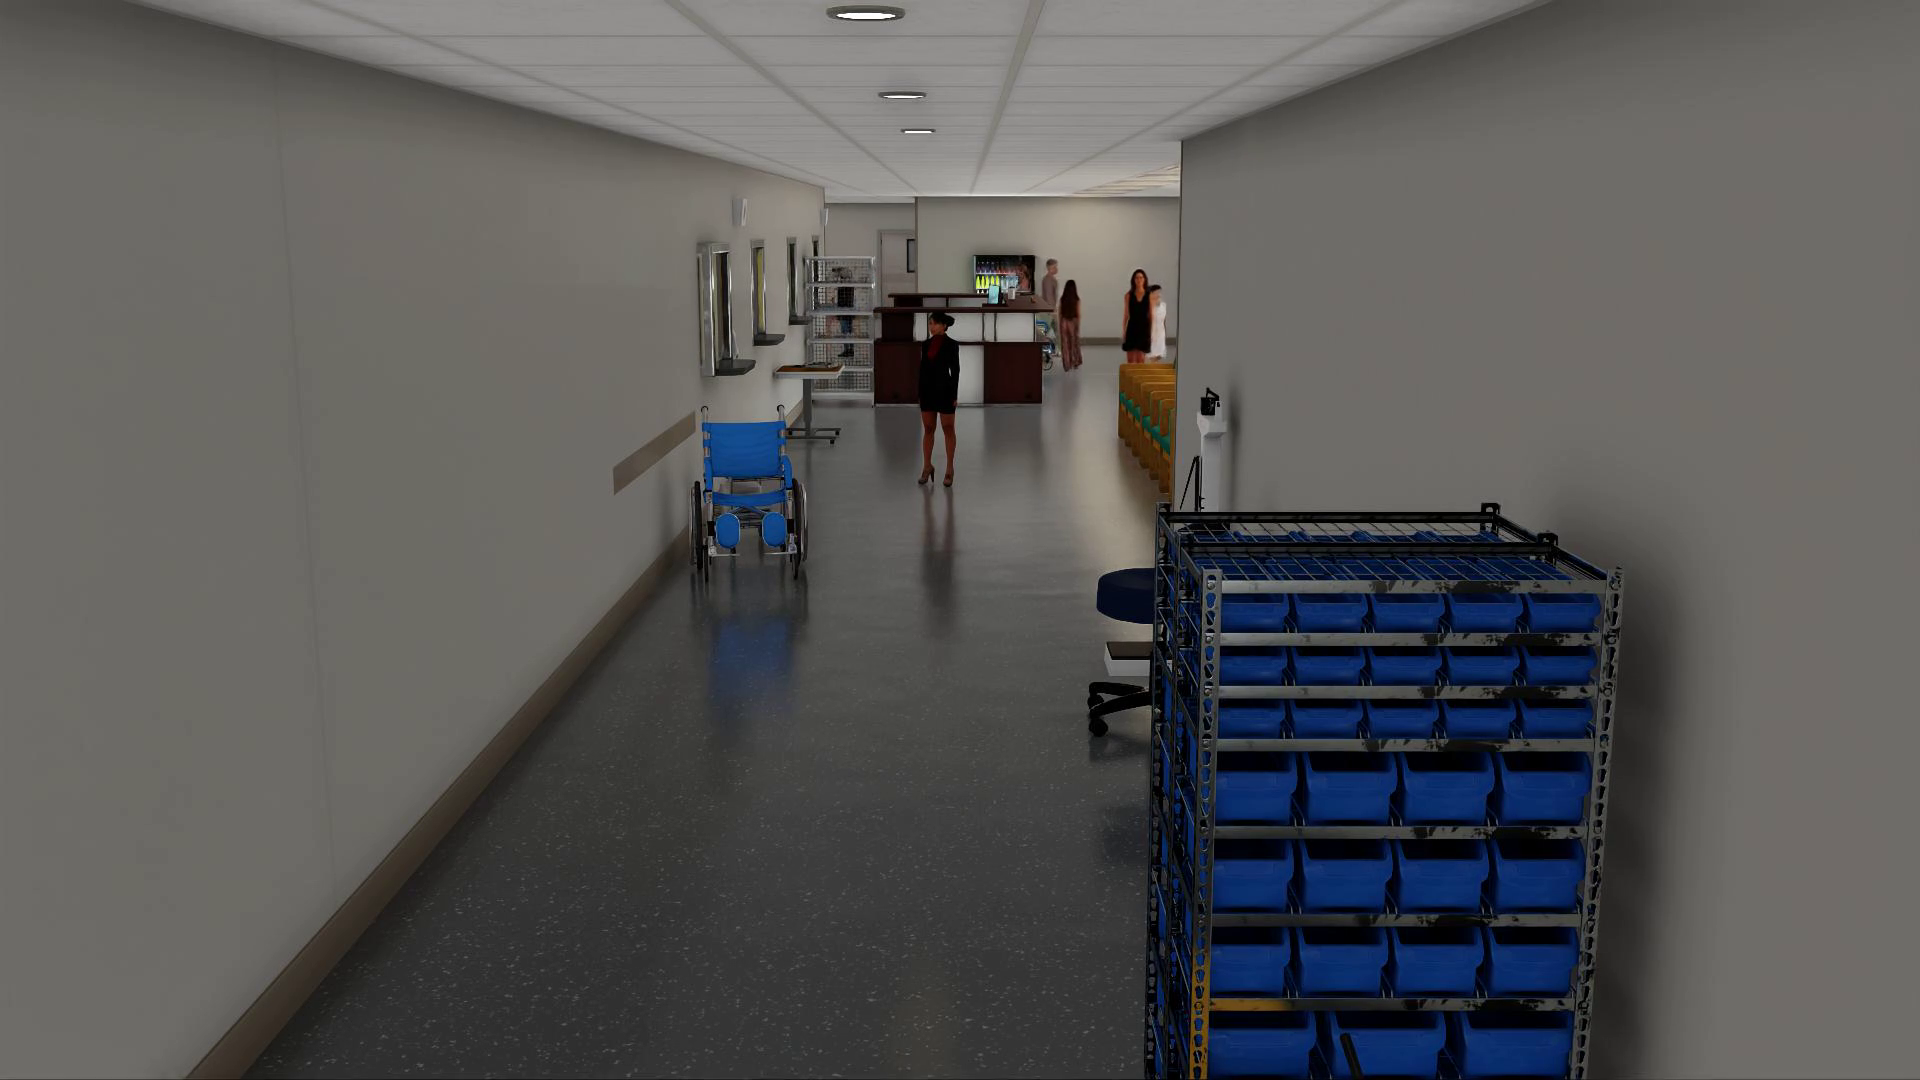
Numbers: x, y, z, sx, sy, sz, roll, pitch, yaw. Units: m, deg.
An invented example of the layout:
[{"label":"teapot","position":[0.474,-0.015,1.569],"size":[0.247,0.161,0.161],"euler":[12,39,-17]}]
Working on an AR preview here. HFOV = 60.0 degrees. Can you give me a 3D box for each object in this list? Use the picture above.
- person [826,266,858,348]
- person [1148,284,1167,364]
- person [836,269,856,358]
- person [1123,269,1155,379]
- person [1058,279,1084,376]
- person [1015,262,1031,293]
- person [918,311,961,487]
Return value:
[{"label":"person","position":[-2.376,-4.602,33.022],"size":[1.122,1.596,0.673],"euler":[1,11,4]},{"label":"person","position":[2.906,-3.067,25.084],"size":[0.911,1.539,0.839],"euler":[-5,12,-24]},{"label":"person","position":[-2.131,-4.250,31.067],"size":[0.753,1.634,0.733],"euler":[6,12,28]},{"label":"person","position":[2.452,-2.779,22.808],"size":[0.793,1.822,0.656],"euler":[1,11,3]},{"label":"person","position":[1.773,-3.469,27.216],"size":[0.937,1.536,0.736],"euler":[2,11,11]},{"label":"person","position":[1.240,-4.048,29.668],"size":[0.815,1.758,0.803],"euler":[2,11,11]},{"label":"person","position":[-0.210,-1.338,15.703],"size":[0.674,1.640,0.738],"euler":[5,12,25]}]
